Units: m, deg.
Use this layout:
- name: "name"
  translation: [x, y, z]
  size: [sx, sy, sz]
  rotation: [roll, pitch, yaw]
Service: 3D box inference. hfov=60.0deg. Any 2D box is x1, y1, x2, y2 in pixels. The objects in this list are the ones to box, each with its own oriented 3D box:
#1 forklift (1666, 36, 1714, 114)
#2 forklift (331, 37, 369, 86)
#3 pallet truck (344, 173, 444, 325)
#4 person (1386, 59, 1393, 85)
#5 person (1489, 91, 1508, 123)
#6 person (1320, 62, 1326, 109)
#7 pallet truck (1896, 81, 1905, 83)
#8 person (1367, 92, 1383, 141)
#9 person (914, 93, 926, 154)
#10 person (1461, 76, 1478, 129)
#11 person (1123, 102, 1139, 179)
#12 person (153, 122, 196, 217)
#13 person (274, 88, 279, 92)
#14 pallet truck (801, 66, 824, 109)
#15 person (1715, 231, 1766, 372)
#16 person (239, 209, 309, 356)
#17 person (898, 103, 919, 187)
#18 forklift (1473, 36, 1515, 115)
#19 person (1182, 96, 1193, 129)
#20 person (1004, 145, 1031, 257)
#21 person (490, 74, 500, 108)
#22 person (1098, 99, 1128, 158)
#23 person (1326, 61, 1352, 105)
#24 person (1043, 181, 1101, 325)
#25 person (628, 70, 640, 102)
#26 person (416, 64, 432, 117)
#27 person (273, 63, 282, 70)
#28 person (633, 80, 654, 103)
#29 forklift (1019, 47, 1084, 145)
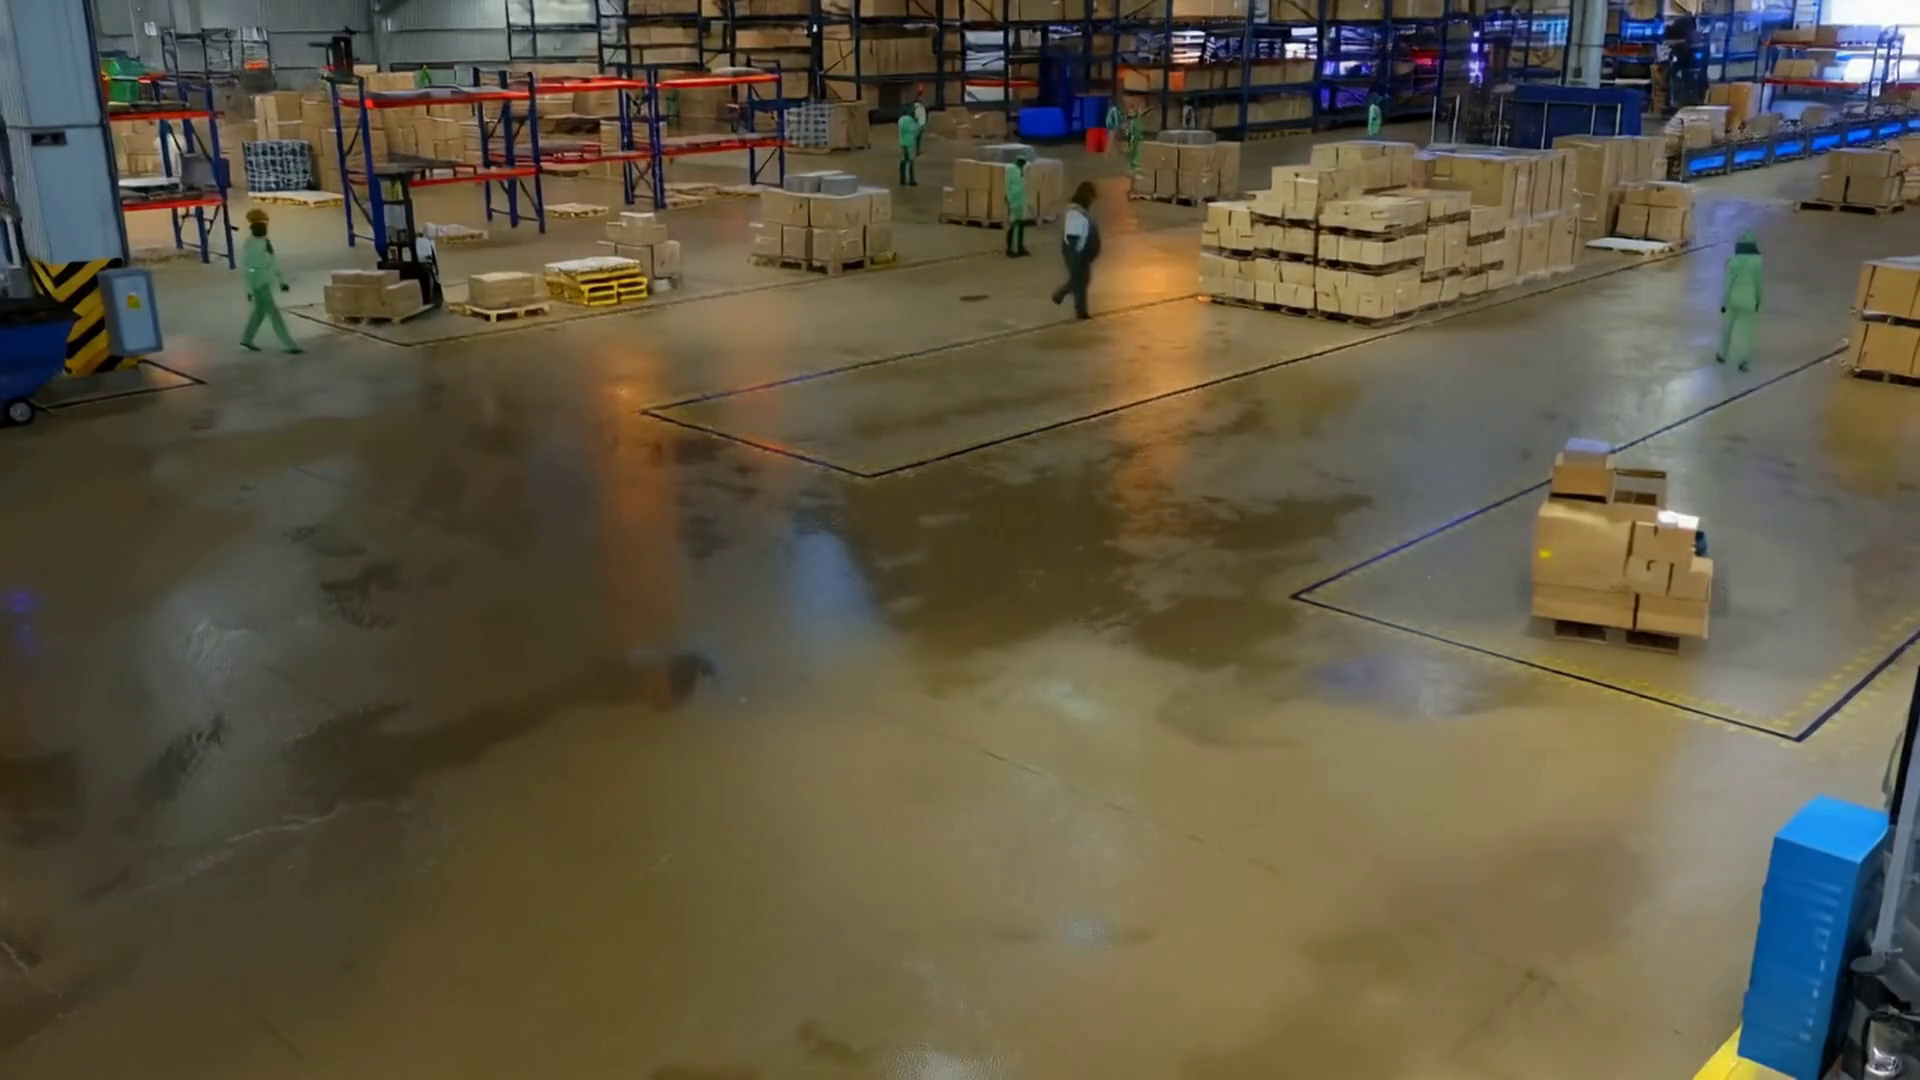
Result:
- name: "forklift"
  translation: [27.341, -17.291, 61.877]
  size: [1.129, 2.768, 1.873]
  rotation: [17, 25, 41]
- name: "forklift"
  translation: [-22.774, -17.208, 61.626]
  size: [1.129, 2.768, 1.873]
  rotation: [17, 25, 41]
- name: "pallet truck"
  translation: [-8.209, -4.181, 23.757]
  size: [0.823, 1.965, 1.885]
  rotation: [3, 19, 9]
- name: "person"
  translation: [19.884, -21.960, 77.626]
  size: [0.910, 1.800, 0.649]
  rotation: [-15, 24, -38]
- name: "person"
  translation: [16.009, -12.551, 49.574]
  size: [0.739, 1.603, 0.530]
  rotation: [-14, 23, -36]
- name: "person"
  translation: [13.395, -16.903, 62.018]
  size: [0.373, 2.044, 0.606]
  rotation: [-5, 19, -15]
- name: "pallet truck"
  translation: [34.802, -16.331, 61.455]
  size: [0.653, 1.274, 1.630]
  rotation: [17, 25, 41]
- name: "person"
  translation: [10.883, -10.769, 43.701]
  size: [0.359, 1.938, 0.547]
  rotation: [13, 22, 34]
- name: "person"
  translation: [-1.149, -11.852, 47.340]
  size: [0.320, 1.695, 0.538]
  rotation: [7, 20, 21]
- name: "person"
  translation: [17.151, -14.731, 55.976]
  size: [0.534, 1.727, 0.916]
  rotation: [4, 19, 12]
- name: "person"
  translation: [4.232, -9.857, 41.058]
  size: [0.329, 1.873, 0.515]
  rotation: [9, 20, 24]
- name: "person"
  translation: [-16.206, -7.595, 34.202]
  size: [0.671, 1.929, 0.352]
  rotation: [6, 19, 17]
- name: "person"
  translation: [-21.232, -13.272, 51.358]
  size: [0.666, 1.881, 0.971]
  rotation: [-14, 23, -35]
- name: "pallet truck"
  translation: [-4.812, -15.182, 56.903]
  size: [0.823, 1.965, 1.885]
  rotation: [-9, 21, -26]
- name: "person"
  translation: [9.653, -2.951, 20.525]
  size: [0.490, 1.711, 0.893]
  rotation: [3, 19, 8]
- name: "person"
  translation: [-8.923, -3.295, 21.293]
  size: [0.985, 1.881, 0.599]
  rotation: [1, 18, 3]
- name: "person"
  translation: [-1.207, -9.368, 39.459]
  size: [0.606, 1.957, 0.388]
  rotation: [15, 23, 37]
- name: "forklift"
  translation: [19.973, -17.201, 61.605]
  size: [1.873, 2.768, 1.129]
  rotation: [16, 24, 40]
- name: "person"
  translation: [6.424, -11.734, 47.071]
  size: [0.310, 1.642, 0.514]
  rotation: [7, 20, 21]
- name: "person"
  translation: [1.030, -5.941, 29.180]
  size: [0.540, 1.929, 0.390]
  rotation: [-15, 23, -37]
- name: "person"
  translation: [-15.412, -14.450, 54.962]
  size: [0.549, 1.825, 0.636]
  rotation: [8, 20, 23]
- name: "person"
  translation: [4.281, -11.398, 46.116]
  size: [0.795, 1.605, 0.513]
  rotation: [1, 18, 4]
- name: "person"
  translation: [15.269, -18.436, 66.944]
  size: [1.013, 1.851, 0.664]
  rotation: [7, 19, 19]
- name: "person"
  translation: [1.588, -4.022, 23.212]
  size: [0.747, 2.000, 0.701]
  rotation: [2, 19, 7]
- name: "person"
  translation: [-11.040, -14.861, 56.080]
  size: [0.591, 1.911, 0.389]
  rotation: [-8, 20, -23]
- name: "person"
  translation: [-19.684, -16.533, 61.152]
  size: [0.561, 1.884, 0.980]
  rotation: [-7, 19, -19]
- name: "person"
  translation: [-24.518, -16.146, 59.851]
  size: [0.814, 1.960, 0.644]
  rotation: [-7, 20, -20]
- name: "person"
  translation: [-9.518, -12.899, 50.192]
  size: [0.635, 1.905, 0.989]
  rotation: [-7, 20, -20]
- name: "forklift"
  translation: [2.765, -13.446, 50.293]
  size: [1.129, 2.768, 1.873]
  rotation: [17, 25, 41]
